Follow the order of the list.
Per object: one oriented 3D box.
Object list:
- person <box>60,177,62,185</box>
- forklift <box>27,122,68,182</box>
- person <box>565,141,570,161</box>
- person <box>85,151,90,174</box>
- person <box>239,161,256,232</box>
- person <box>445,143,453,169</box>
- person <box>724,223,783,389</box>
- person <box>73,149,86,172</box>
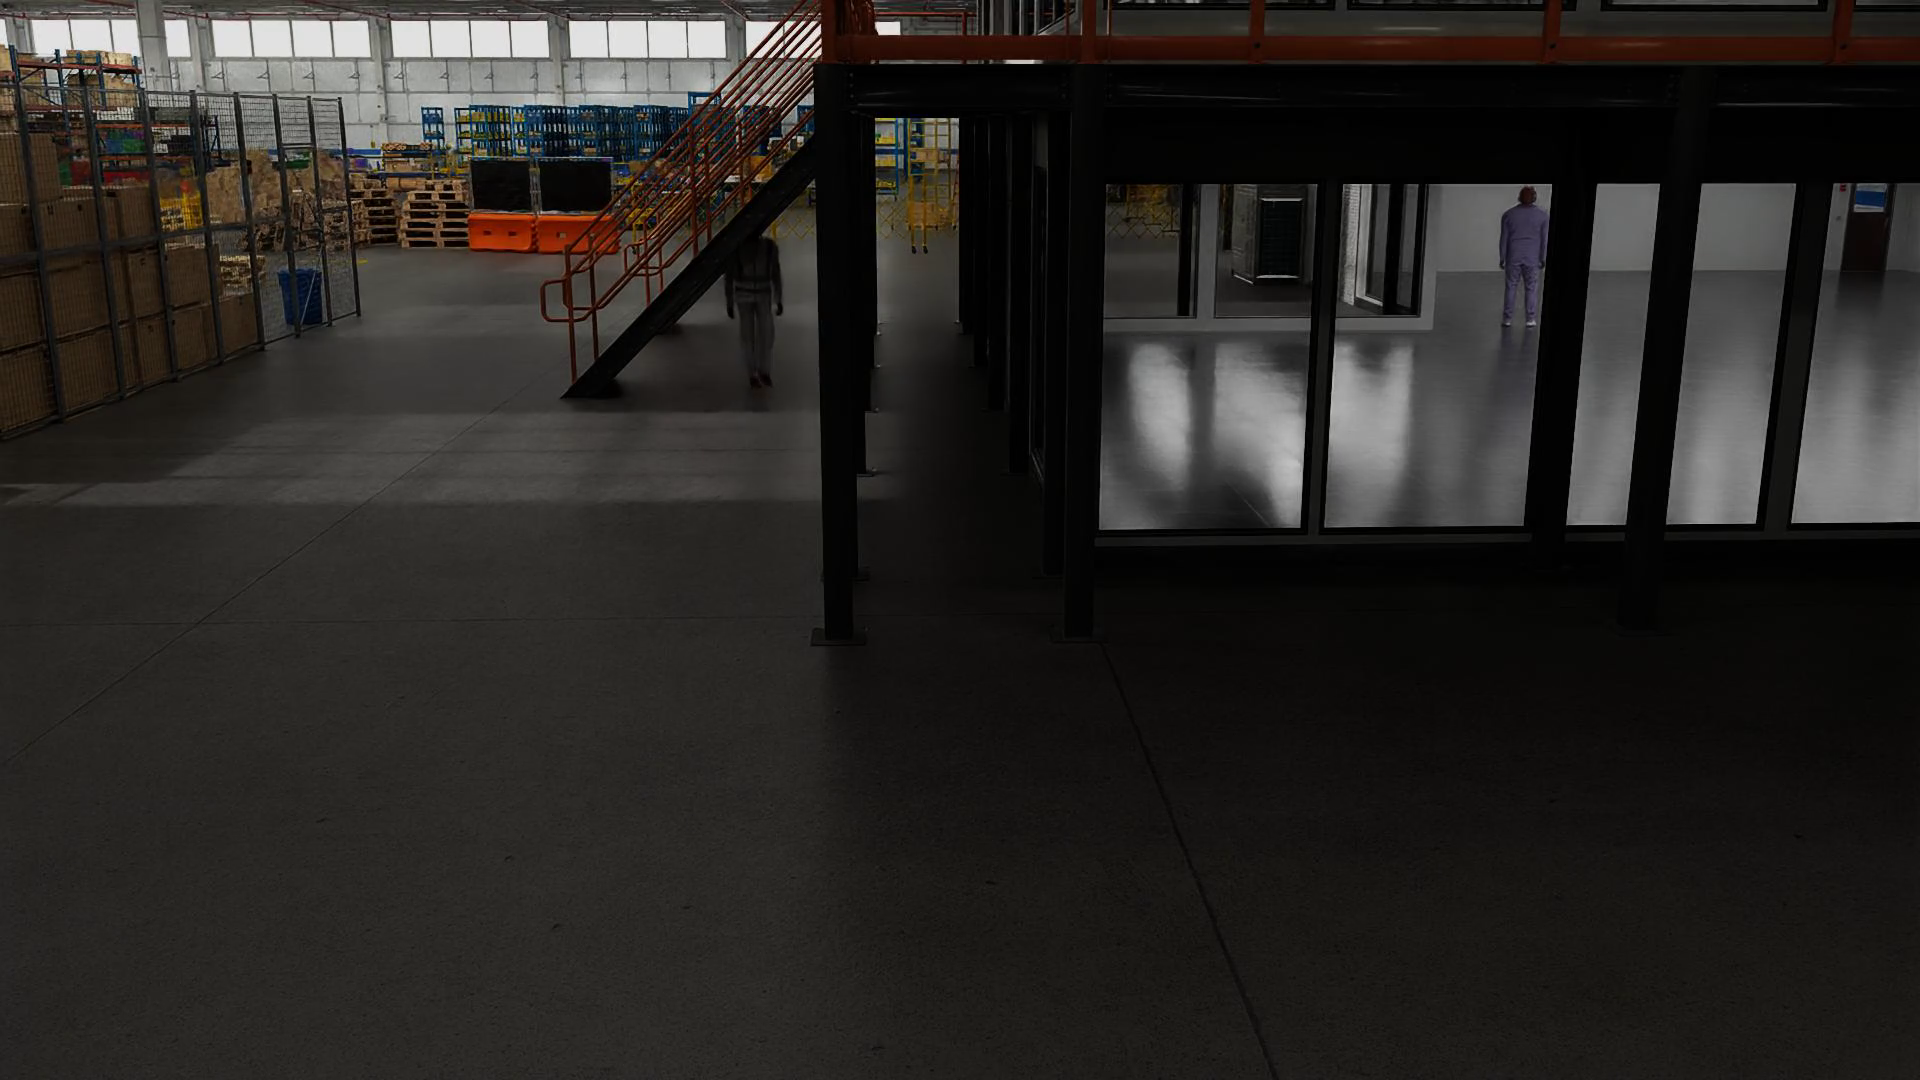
[{"bbox_3d":[-18.322,-6.647,33.988,0.767,1.846,0.555,3,14,12],"label":"person"},{"bbox_3d":[-35.376,-14.773,64.377,1.129,2.768,1.873,-1,14,-2],"label":"forklift"},{"bbox_3d":[-19.874,-19.117,83.684,0.762,1.923,0.617,2,14,8],"label":"person"},{"bbox_3d":[-32.733,-13.819,62.863,0.556,1.736,0.757,9,17,33],"label":"person"},{"bbox_3d":[-16.045,-7.583,37.493,0.362,1.963,0.613,-6,15,-24],"label":"person"},{"bbox_3d":[-25.596,-19.014,83.487,0.520,1.812,0.608,-3,14,-13],"label":"person"},{"bbox_3d":[-2.137,-2.483,17.308,0.615,1.865,0.602,-3,14,-13],"label":"person"},{"bbox_3d":[-38.450,-16.245,72.689,0.534,1.682,0.637,-8,16,-28],"label":"person"}]
